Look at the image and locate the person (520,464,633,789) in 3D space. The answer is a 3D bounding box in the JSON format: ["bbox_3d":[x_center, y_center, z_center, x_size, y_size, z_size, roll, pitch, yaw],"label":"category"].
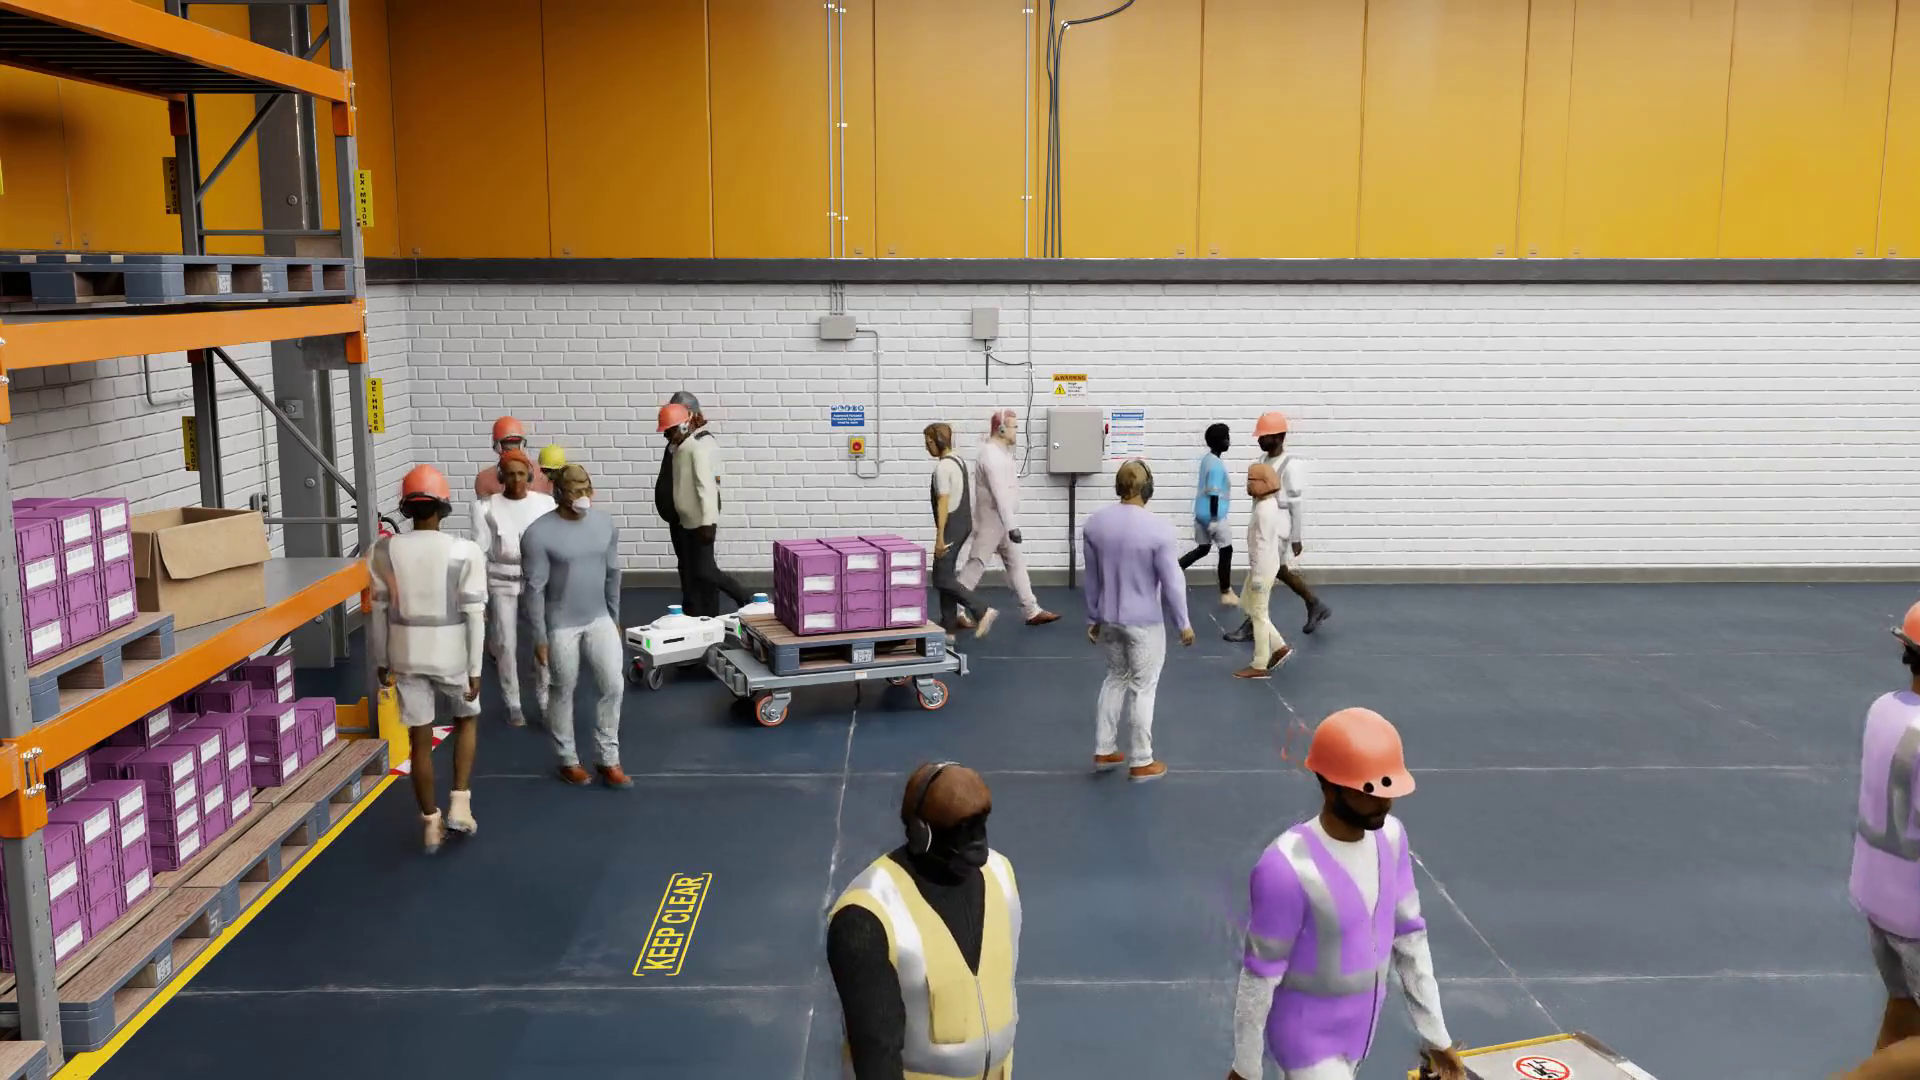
[{"bbox_3d":[-2.173,0.521,9.598,0.662,1.915,0.710,-8,12,-41],"label":"person"}]

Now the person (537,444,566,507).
[{"bbox_3d":[-3.042,0.107,12.739,0.567,1.735,0.697,3,10,18],"label":"person"}]

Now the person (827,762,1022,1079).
[{"bbox_3d":[0.006,1.460,4.202,0.625,1.798,0.924,-8,12,-39],"label":"person"}]

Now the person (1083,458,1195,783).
[{"bbox_3d":[1.040,0.483,9.800,0.652,1.935,0.447,9,13,44],"label":"person"}]

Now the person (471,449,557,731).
[{"bbox_3d":[-2.884,0.343,10.885,0.593,1.859,0.701,-4,10,-24],"label":"person"}]

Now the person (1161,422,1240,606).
[{"bbox_3d":[2.195,-0.229,14.944,0.743,1.673,0.530,-1,9,-5],"label":"person"}]

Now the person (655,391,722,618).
[{"bbox_3d":[-2.289,-0.251,13.964,0.537,2.000,0.686,-6,11,-34],"label":"person"}]

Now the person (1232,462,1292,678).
[{"bbox_3d":[2.212,0.228,12.277,0.361,1.620,0.517,2,9,12],"label":"person"}]

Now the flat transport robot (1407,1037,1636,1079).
[{"bbox_3d":[2.172,2.008,5.523,0.652,0.197,1.431,-3,10,-18],"label":"flat transport robot"}]

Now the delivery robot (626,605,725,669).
[{"bbox_3d":[-2.093,0.723,12.248,0.707,0.478,0.477,-8,12,-41],"label":"delivery robot"}]

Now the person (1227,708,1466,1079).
[{"bbox_3d":[1.023,1.361,4.598,0.553,1.887,0.990,-9,13,-43],"label":"person"}]

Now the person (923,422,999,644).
[{"bbox_3d":[-0.017,-0.038,13.367,0.613,1.812,0.569,2,10,15],"label":"person"}]

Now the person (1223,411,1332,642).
[{"bbox_3d":[2.644,-0.115,13.617,0.963,1.899,0.562,-3,10,-17],"label":"person"}]

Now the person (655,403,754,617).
[{"bbox_3d":[-2.084,-0.150,13.621,0.752,1.951,0.681,-5,11,-29],"label":"person"}]

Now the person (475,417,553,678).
[{"bbox_3d":[-3.301,0.050,12.437,0.633,1.947,1.010,-5,11,-30],"label":"person"}]

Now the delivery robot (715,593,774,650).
[{"bbox_3d":[-1.518,0.650,12.696,0.477,0.478,0.707,8,12,41],"label":"delivery robot"}]

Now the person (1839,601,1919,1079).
[{"bbox_3d":[3.029,1.159,5.343,0.554,2.032,0.625,2,9,12],"label":"person"}]

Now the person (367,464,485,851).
[{"bbox_3d":[-2.770,0.613,8.704,0.616,2.026,0.446,-1,9,-6],"label":"person"}]

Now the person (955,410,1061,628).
[{"bbox_3d":[0.324,-0.161,13.983,0.986,1.855,0.649,1,9,9],"label":"person"}]
